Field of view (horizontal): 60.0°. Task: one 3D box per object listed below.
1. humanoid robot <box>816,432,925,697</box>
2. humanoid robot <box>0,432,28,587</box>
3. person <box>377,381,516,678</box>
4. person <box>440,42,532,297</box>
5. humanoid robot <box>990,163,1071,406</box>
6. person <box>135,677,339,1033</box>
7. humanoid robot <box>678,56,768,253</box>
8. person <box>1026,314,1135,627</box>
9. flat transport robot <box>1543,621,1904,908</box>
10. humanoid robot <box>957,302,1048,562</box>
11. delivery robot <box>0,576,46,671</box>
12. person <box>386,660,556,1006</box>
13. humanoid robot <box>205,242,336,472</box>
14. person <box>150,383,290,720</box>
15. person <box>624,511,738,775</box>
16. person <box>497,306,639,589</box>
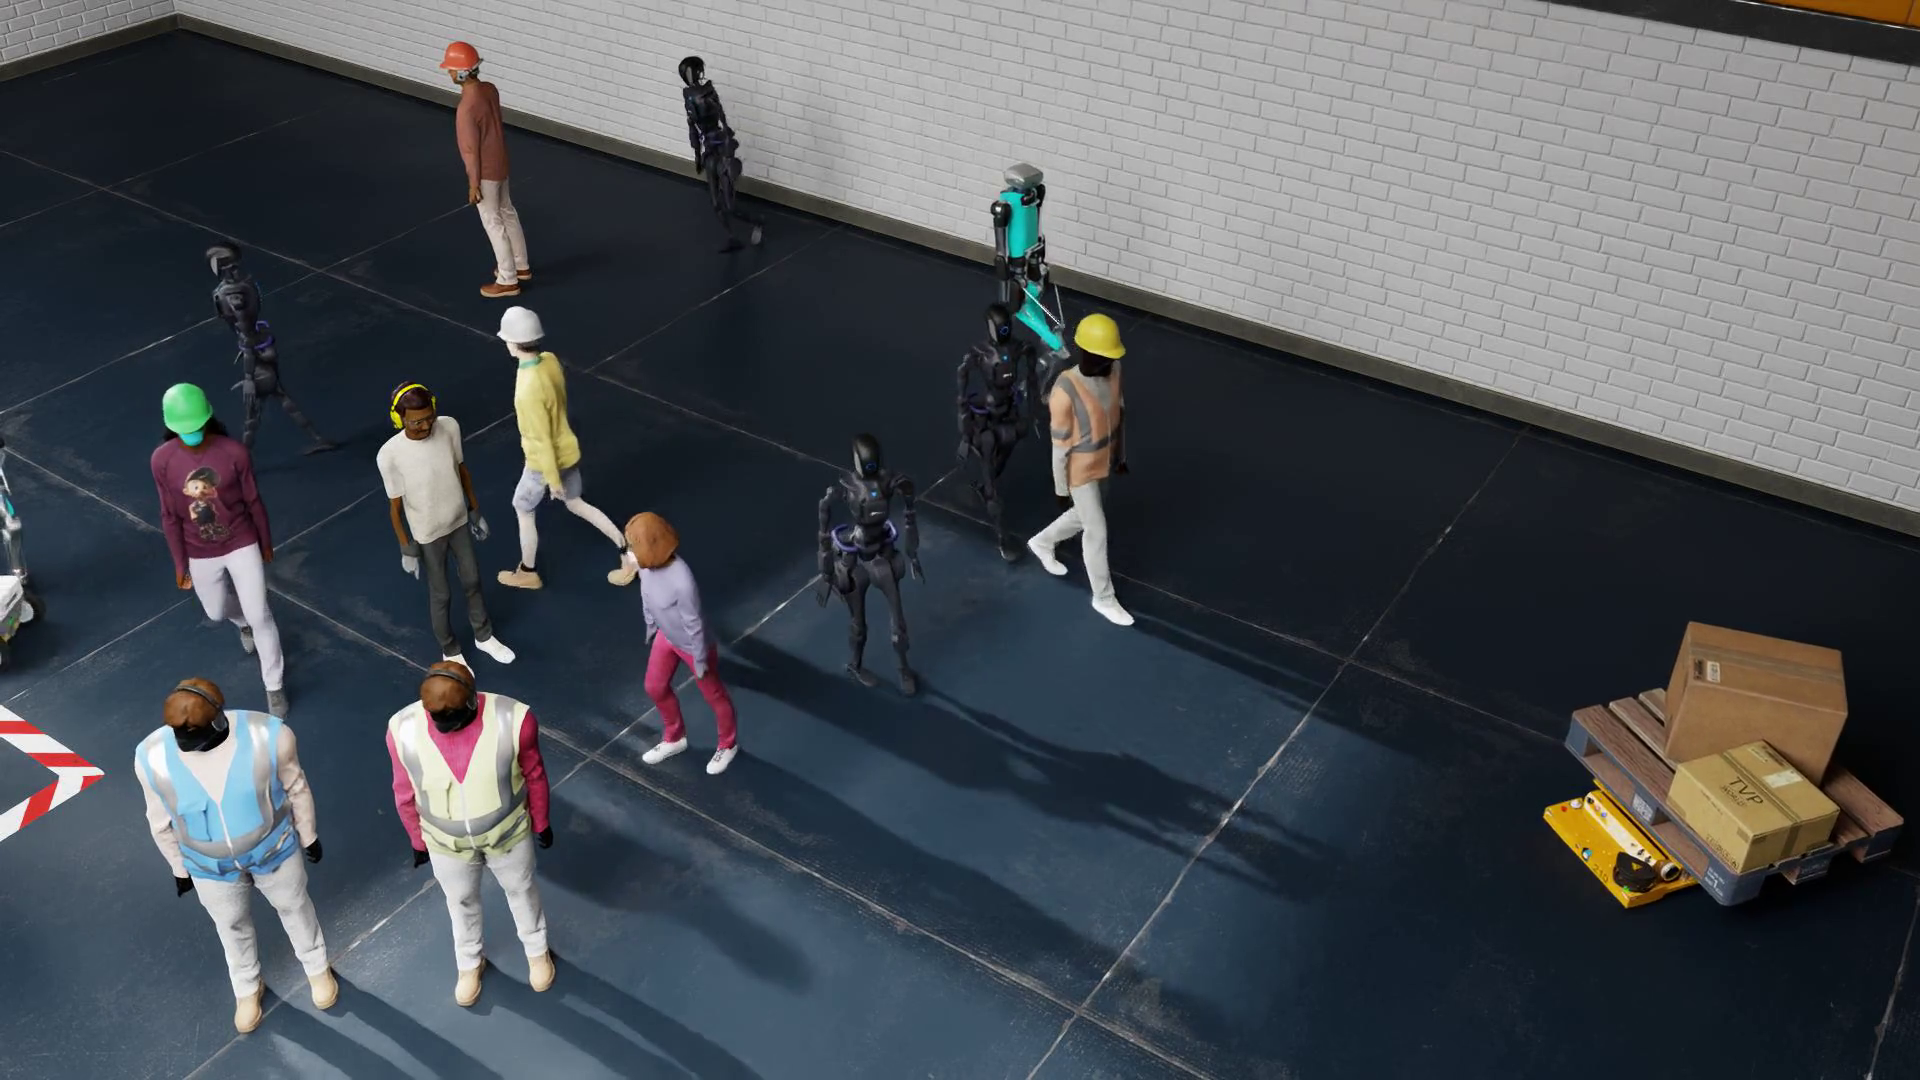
[{"bbox_3d":[-0.465,0.134,8.852,0.608,1.639,0.500,-14,37,-19],"label":"humanoid robot"},{"bbox_3d":[-5.768,-0.437,9.631,0.530,1.783,0.789,-25,42,-31],"label":"humanoid robot"},{"bbox_3d":[-2.775,-0.042,8.944,0.353,1.856,0.515,25,42,31],"label":"person"},{"bbox_3d":[-3.679,-2.869,12.869,0.399,1.987,0.608,4,35,6],"label":"person"},{"bbox_3d":[0.553,-1.656,11.361,0.875,1.788,0.542,22,40,28],"label":"humanoid robot"},{"bbox_3d":[-3.020,1.313,7.019,0.623,1.840,0.431,-12,37,-16],"label":"person"},{"bbox_3d":[-1.925,-3.154,13.557,0.549,1.621,0.634,-25,42,-31],"label":"humanoid robot"},{"bbox_3d":[0.719,-0.451,9.492,0.838,1.896,0.595,24,42,30],"label":"person"},{"bbox_3d":[3.721,1.374,8.301,1.431,0.231,0.659,-12,37,-16],"label":"flat transport robot"},{"bbox_3d":[0.222,-0.743,10.165,0.603,1.632,0.846,-16,38,-21],"label":"humanoid robot"},{"bbox_3d":[-5.672,0.409,9.429,0.769,0.594,0.499,0,35,0],"label":"delivery robot"},{"bbox_3d":[-2.055,1.245,7.120,0.622,1.837,0.431,-6,35,-9],"label":"person"},{"bbox_3d":[-4.602,-1.181,10.757,0.772,1.624,0.600,-14,37,-19],"label":"humanoid robot"},{"bbox_3d":[-3.917,-0.010,8.837,0.499,1.921,0.819,-9,36,-13],"label":"person"},{"bbox_3d":[-1.419,0.524,8.344,0.490,1.599,0.498,-28,44,-34],"label":"person"},{"bbox_3d":[-2.313,-0.489,9.600,0.912,1.862,0.451,7,36,10],"label":"person"}]
